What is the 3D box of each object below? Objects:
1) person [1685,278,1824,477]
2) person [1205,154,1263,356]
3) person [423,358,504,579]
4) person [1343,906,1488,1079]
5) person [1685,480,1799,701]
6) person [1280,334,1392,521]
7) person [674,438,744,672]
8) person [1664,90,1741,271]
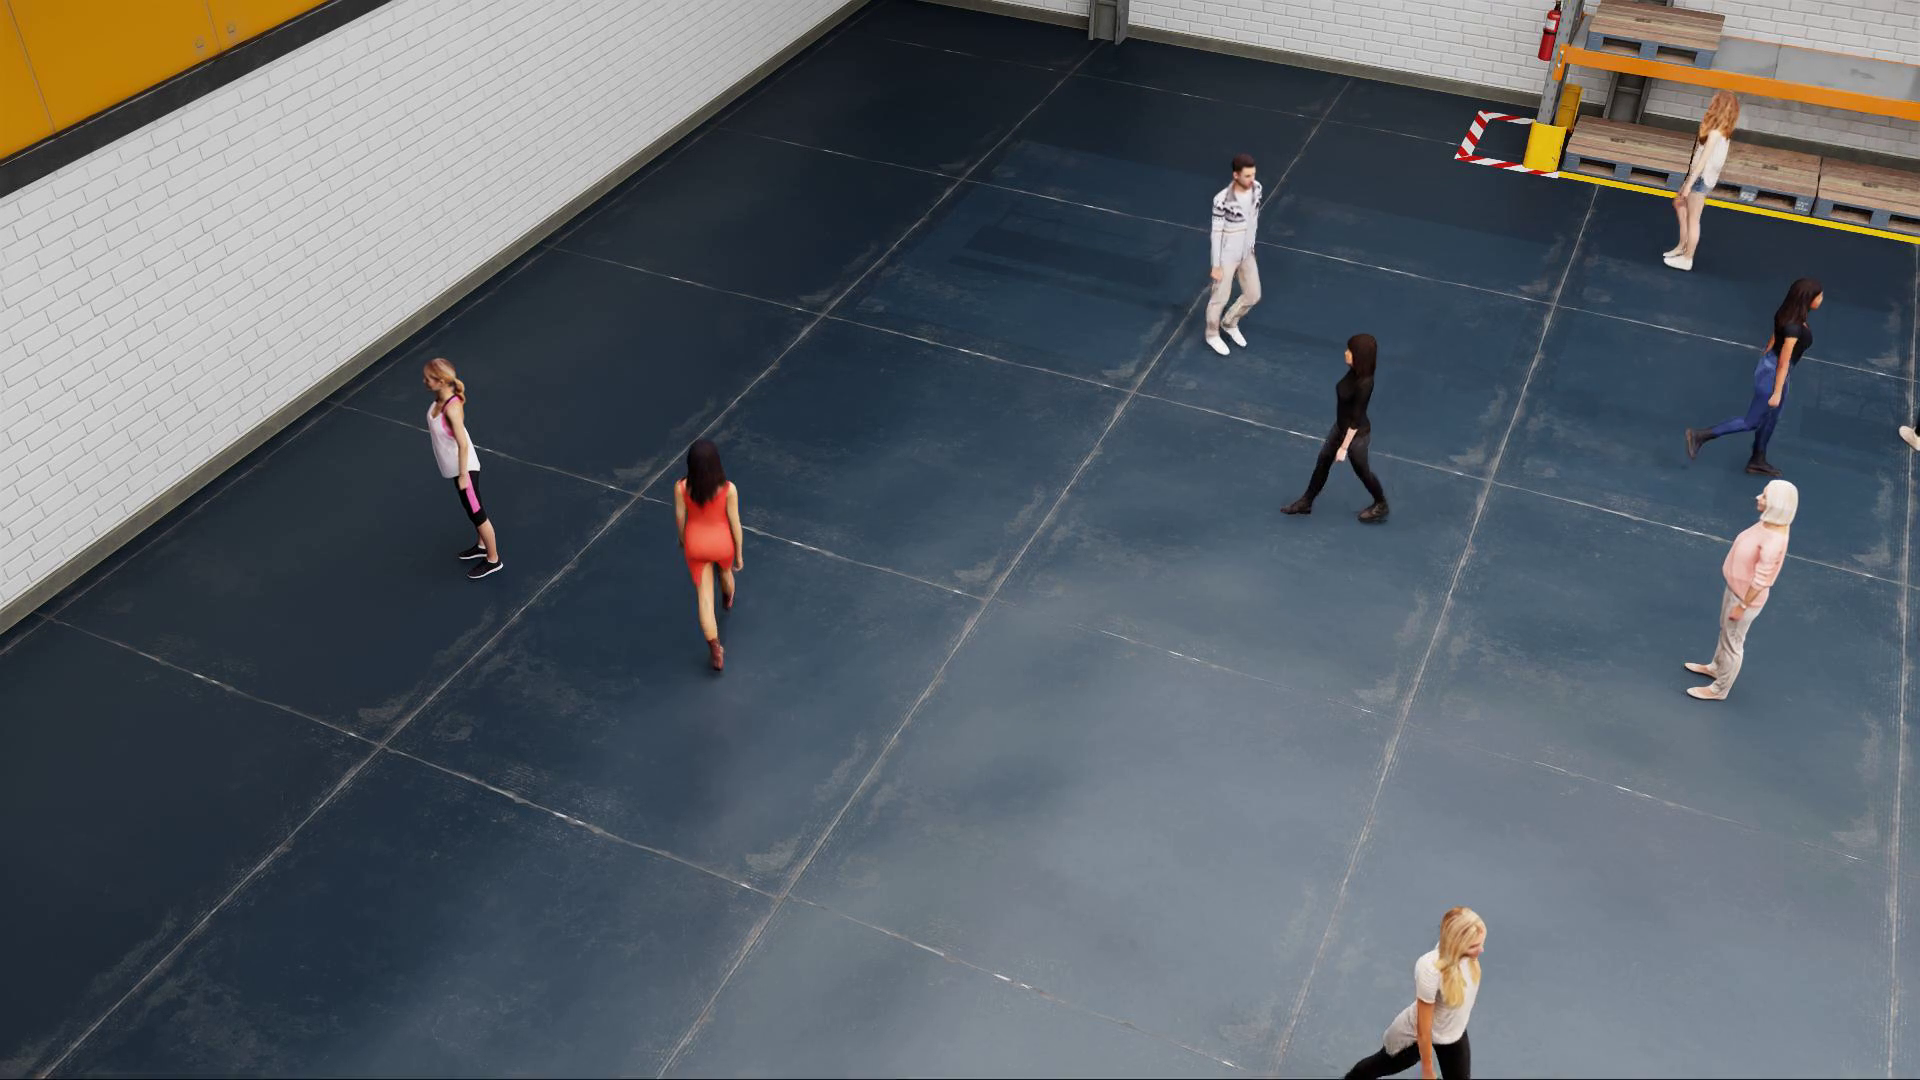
[{"bbox_3d":[6.101,-1.221,12.709,1.047,1.716,0.660,10,40,12],"label":"person"},{"bbox_3d":[2.275,-2.471,14.178,0.812,1.836,0.820,-24,44,-27],"label":"person"},{"bbox_3d":[-3.520,-0.524,11.778,0.745,1.788,0.662,-17,42,-20],"label":"person"},{"bbox_3d":[2.200,2.374,8.158,1.246,1.777,0.897,31,48,32],"label":"person"},{"bbox_3d":[5.096,0.321,10.770,0.560,1.726,0.625,11,40,13],"label":"person"},{"bbox_3d":[2.970,-0.783,12.250,1.145,1.604,0.923,-1,39,-2],"label":"person"},{"bbox_3d":[-1.671,0.123,11.065,1.139,1.667,1.043,-3,39,-4],"label":"person"},{"bbox_3d":[6.886,-3.253,15.223,0.610,1.753,0.627,23,44,26],"label":"person"}]
